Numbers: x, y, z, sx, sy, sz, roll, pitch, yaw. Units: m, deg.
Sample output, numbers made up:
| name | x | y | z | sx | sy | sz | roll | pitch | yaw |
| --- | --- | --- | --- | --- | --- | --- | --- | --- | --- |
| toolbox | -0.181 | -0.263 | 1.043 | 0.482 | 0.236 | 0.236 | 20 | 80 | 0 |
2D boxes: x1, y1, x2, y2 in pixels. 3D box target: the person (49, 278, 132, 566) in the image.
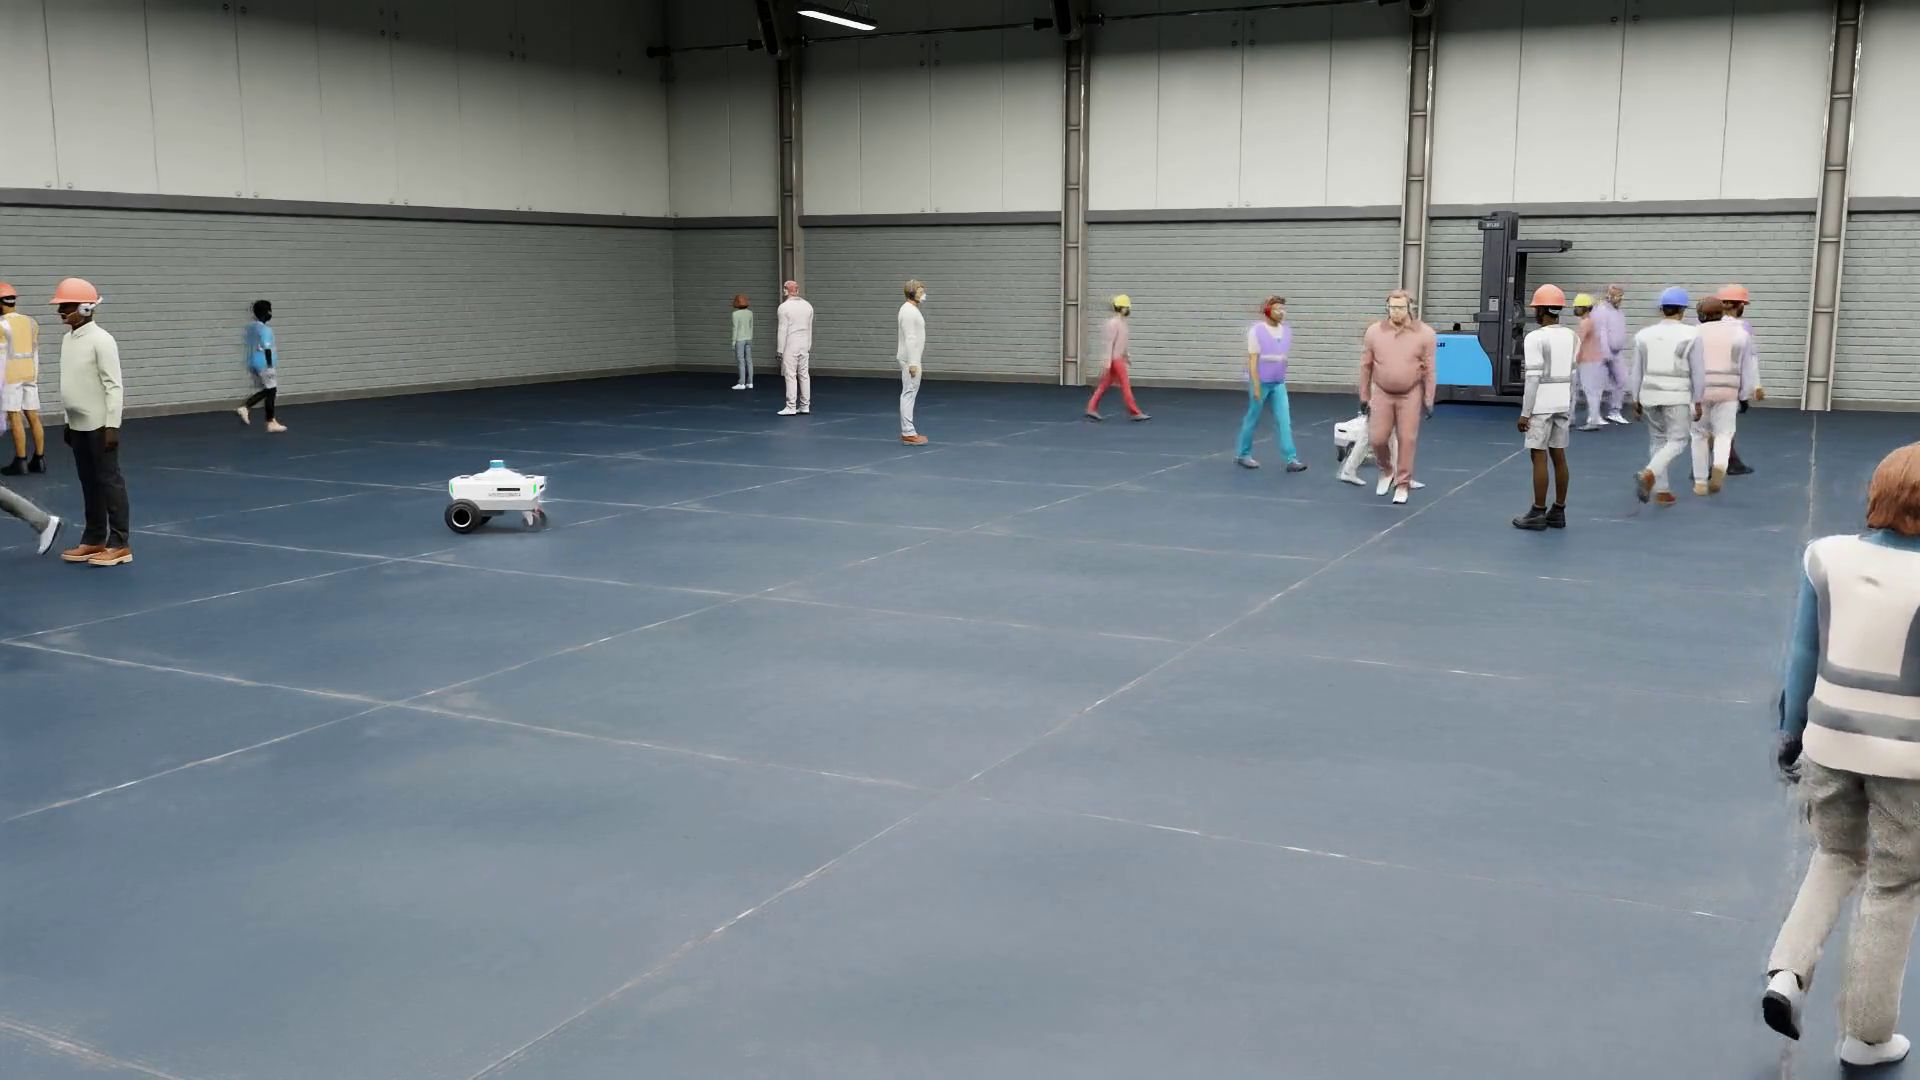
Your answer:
| name | x | y | z | sx | sy | sz | roll | pitch | yaw |
| --- | --- | --- | --- | --- | --- | --- | --- | --- | --- |
| person | -6.089 | -0.824 | 11.636 | 0.611 | 1.996 | 0.387 | 7 | 11 | 35 |

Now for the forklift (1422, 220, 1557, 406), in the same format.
| name | x | y | z | sx | sy | sz | roll | pitch | yaw |
| --- | --- | --- | --- | --- | --- | --- | --- | --- | --- |
| forklift | 8.245 | -3.527 | 25.720 | 1.873 | 2.768 | 1.129 | 5 | 10 | 27 |

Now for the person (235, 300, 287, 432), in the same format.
| name | x | y | z | sx | sy | sz | roll | pitch | yaw |
| --- | --- | --- | --- | --- | --- | --- | --- | --- | --- |
| person | -8.889 | -2.203 | 21.090 | 0.510 | 1.679 | 0.542 | -7 | 12 | -38 |

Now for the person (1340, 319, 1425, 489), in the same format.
| name | x | y | z | sx | sy | sz | roll | pitch | yaw |
| --- | --- | --- | --- | --- | --- | --- | --- | --- | --- |
| person | 3.998 | -1.291 | 15.747 | 0.779 | 1.600 | 0.534 | 2 | 9 | 11 |

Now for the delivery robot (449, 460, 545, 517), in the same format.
| name | x | y | z | sx | sy | sz | roll | pitch | yaw |
| --- | --- | --- | --- | --- | --- | --- | --- | --- | --- |
| delivery robot | -3.683 | -0.394 | 13.259 | 0.707 | 0.478 | 0.477 | 0 | 9 | -2 |

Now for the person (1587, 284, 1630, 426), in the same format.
| name | x | y | z | sx | sy | sz | roll | pitch | yaw |
| --- | --- | --- | --- | --- | --- | --- | --- | --- | --- |
| person | 8.646 | -2.444 | 22.016 | 0.637 | 1.875 | 0.642 | -7 | 12 | -37 |

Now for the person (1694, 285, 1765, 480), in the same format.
| name | x | y | z | sx | sy | sz | roll | pitch | yaw |
| --- | --- | --- | --- | --- | --- | --- | --- | --- | --- |
| person | 7.624 | -1.542 | 16.336 | 0.850 | 1.898 | 0.566 | -1 | 9 | -9 |

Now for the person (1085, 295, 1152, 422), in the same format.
| name | x | y | z | sx | sy | sz | roll | pitch | yaw |
| --- | --- | --- | --- | --- | --- | --- | --- | --- | --- |
| person | 2.142 | -2.470 | 22.667 | 0.961 | 1.716 | 0.534 | 3 | 10 | 20 |

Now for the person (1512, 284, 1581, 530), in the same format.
| name | x | y | z | sx | sy | sz | roll | pitch | yaw |
| --- | --- | --- | --- | --- | --- | --- | --- | --- | --- |
| person | 4.658 | -1.059 | 13.264 | 0.547 | 1.938 | 0.378 | -5 | 11 | -29 |

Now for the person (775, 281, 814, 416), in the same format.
| name | x | y | z | sx | sy | sz | roll | pitch | yaw |
| --- | --- | --- | --- | --- | --- | --- | --- | --- | --- |
| person | -2.381 | -2.725 | 23.657 | 0.407 | 1.902 | 0.639 | 8 | 12 | 39 |

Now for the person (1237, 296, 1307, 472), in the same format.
| name | x | y | z | sx | sy | sz | roll | pitch | yaw |
| --- | --- | --- | --- | --- | --- | --- | --- | --- | --- |
| person | 3.182 | -1.598 | 17.061 | 0.597 | 1.788 | 0.971 | -5 | 11 | -30 |

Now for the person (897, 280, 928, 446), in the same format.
| name | x | y | z | sx | sy | sz | roll | pitch | yaw |
| --- | --- | --- | --- | --- | --- | --- | --- | --- | --- |
| person | -0.563 | -2.107 | 19.727 | 0.371 | 1.941 | 0.627 | 0 | 9 | 0 |

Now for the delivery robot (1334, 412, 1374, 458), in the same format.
| name | x | y | z | sx | sy | sz | roll | pitch | yaw |
| --- | --- | --- | --- | --- | --- | --- | --- | --- | --- |
| delivery robot | 4.300 | -1.130 | 17.798 | 0.477 | 0.478 | 0.707 | -2 | 10 | -15 |

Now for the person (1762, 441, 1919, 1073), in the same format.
| name | x | y | z | sx | sy | sz | roll | pitch | yaw |
| --- | --- | --- | --- | --- | --- | --- | --- | --- | --- |
| person | 2.332 | 0.561 | 4.211 | 0.382 | 1.625 | 0.544 | -5 | 11 | -30 |

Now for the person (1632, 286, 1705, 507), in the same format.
| name | x | y | z | sx | sy | sz | roll | pitch | yaw |
| --- | --- | --- | --- | --- | --- | --- | --- | --- | --- |
| person | 6.064 | -1.221 | 14.335 | 0.740 | 1.923 | 0.618 | -8 | 12 | -39 |

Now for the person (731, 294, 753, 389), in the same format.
| name | x | y | z | sx | sy | sz | roll | pitch | yaw |
| --- | --- | --- | --- | --- | --- | --- | --- | --- | --- |
| person | -3.780 | -3.435 | 28.853 | 0.285 | 1.633 | 0.497 | 6 | 11 | 33 |

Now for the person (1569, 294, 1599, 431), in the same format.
| name | x | y | z | sx | sy | sz | roll | pitch | yaw |
| --- | --- | --- | --- | --- | --- | --- | --- | --- | --- |
| person | 7.904 | -2.271 | 21.328 | 0.723 | 1.740 | 0.532 | 4 | 10 | 24 |

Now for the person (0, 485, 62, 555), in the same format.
| name | x | y | z | sx | sy | sz | roll | pitch | yaw |
| --- | --- | --- | --- | --- | --- | --- | --- | --- | --- |
| person | -6.927 | -0.786 | 11.762 | 0.855 | 1.886 | 0.589 | -4 | 10 | -24 |

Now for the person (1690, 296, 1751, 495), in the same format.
| name | x | y | z | sx | sy | sz | roll | pitch | yaw |
| --- | --- | --- | --- | --- | --- | --- | --- | --- | --- |
| person | 6.823 | -1.298 | 15.094 | 0.643 | 1.825 | 0.640 | 3 | 10 | 17 |

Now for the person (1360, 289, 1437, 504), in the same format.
| name | x | y | z | sx | sy | sz | roll | pitch | yaw |
| --- | --- | --- | --- | --- | --- | --- | --- | --- | --- |
| person | 3.876 | -1.273 | 14.745 | 0.674 | 1.885 | 0.425 | 4 | 10 | 23 |

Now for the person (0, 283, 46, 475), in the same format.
| name | x | y | z | sx | sy | sz | roll | pitch | yaw |
| --- | --- | --- | --- | --- | --- | --- | --- | --- | --- |
| person | -9.569 | -1.629 | 16.818 | 0.381 | 1.927 | 0.542 | 3 | 10 | 15 |
